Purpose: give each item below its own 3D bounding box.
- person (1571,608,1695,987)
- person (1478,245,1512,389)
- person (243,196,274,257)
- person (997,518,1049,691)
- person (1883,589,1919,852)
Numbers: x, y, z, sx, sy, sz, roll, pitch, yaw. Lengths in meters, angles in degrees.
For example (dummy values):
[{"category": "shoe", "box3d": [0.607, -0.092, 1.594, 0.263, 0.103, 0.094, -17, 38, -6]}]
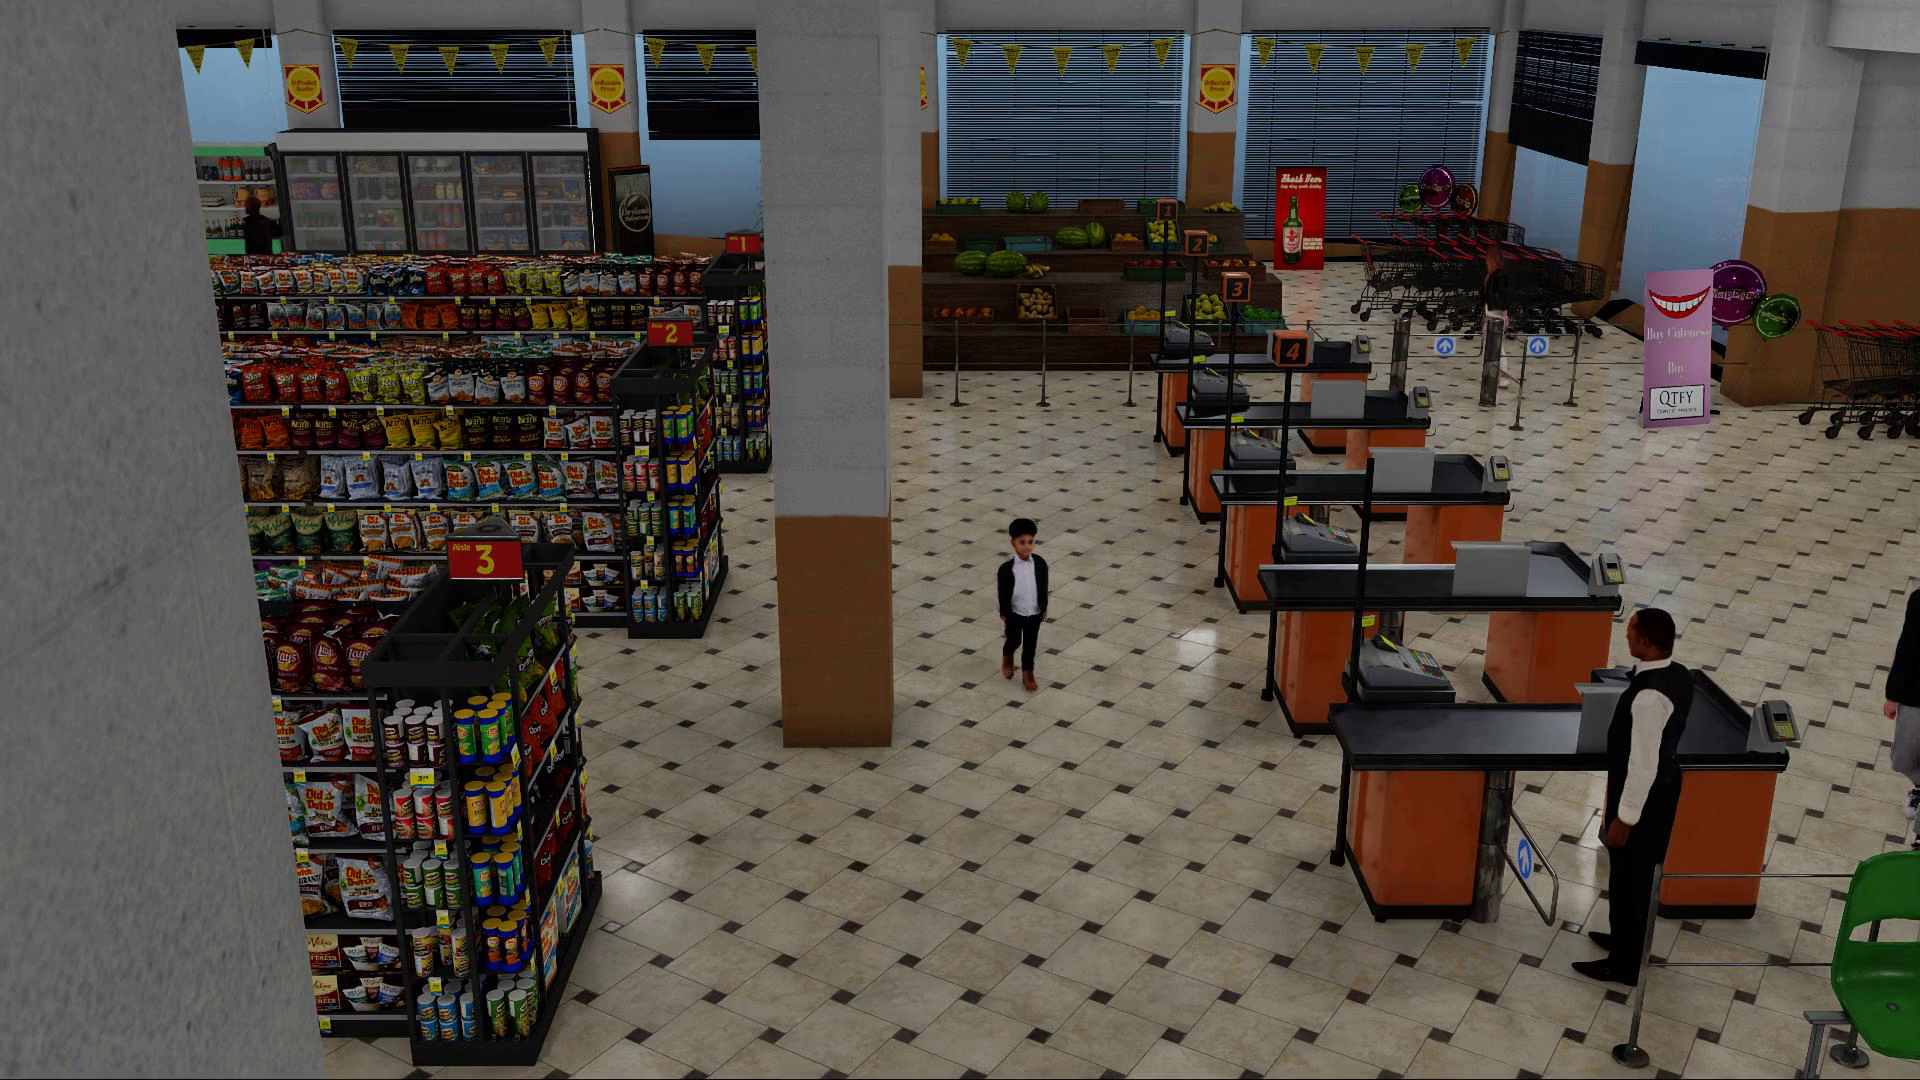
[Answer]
[{"category": "person", "box3d": [3.284, 1.232, 7.991, 0.806, 1.918, 0.784, 13, 23, 34]}, {"category": "person", "box3d": [6.465, -2.656, 19.910, 0.606, 1.669, 0.791, -3, 19, -9]}, {"category": "person", "box3d": [-9.830, -3.922, 23.420, 0.649, 1.824, 0.738, -3, 19, -8]}, {"category": "person", "box3d": [0.422, 0.423, 11.486, 0.612, 1.217, 0.644, -5, 19, -14]}, {"category": "person", "box3d": [5.435, 0.829, 9.153, 1.021, 1.938, 1.066, 15, 24, 38]}]
